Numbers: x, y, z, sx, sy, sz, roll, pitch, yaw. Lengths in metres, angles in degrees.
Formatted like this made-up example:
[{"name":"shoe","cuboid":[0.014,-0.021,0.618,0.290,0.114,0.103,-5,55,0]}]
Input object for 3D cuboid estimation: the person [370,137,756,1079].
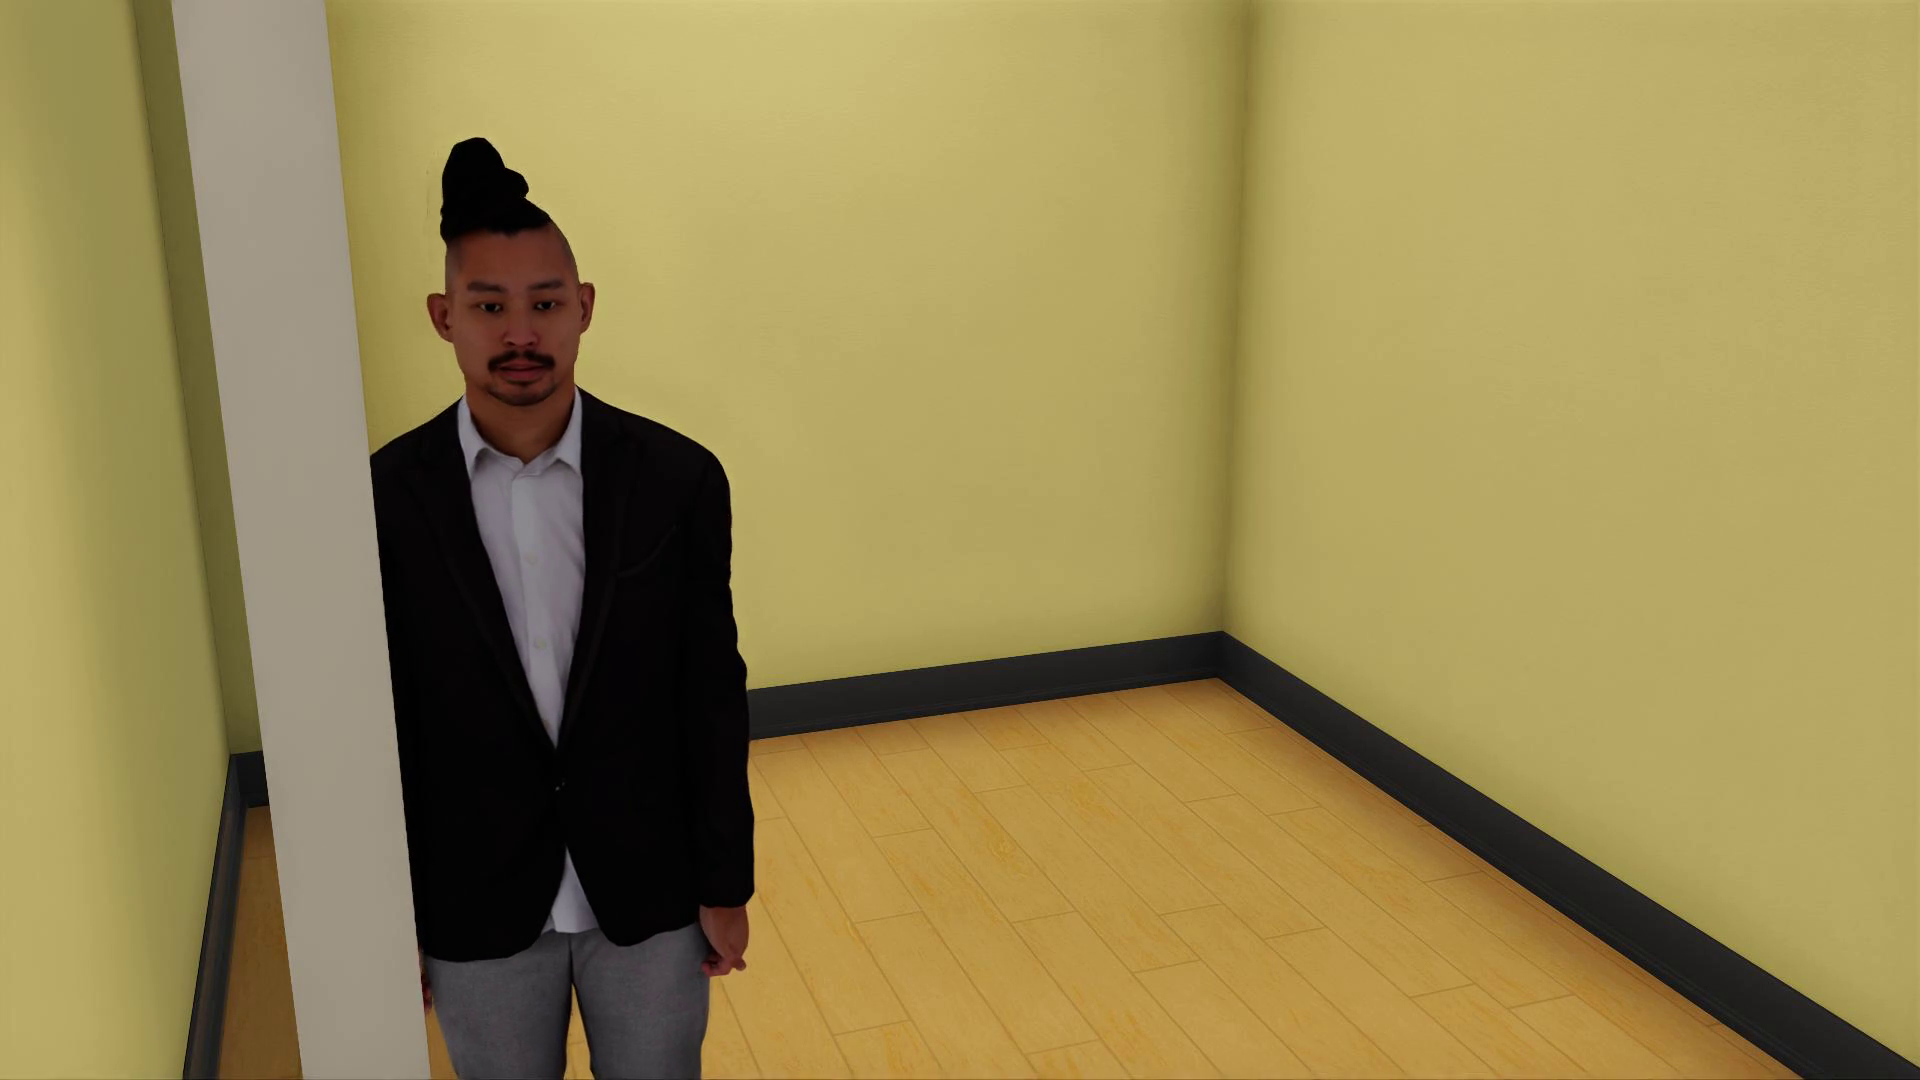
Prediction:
[{"name":"person","cuboid":[-0.565,0.432,2.340,0.560,1.955,0.778,-4,16,-14]}]
